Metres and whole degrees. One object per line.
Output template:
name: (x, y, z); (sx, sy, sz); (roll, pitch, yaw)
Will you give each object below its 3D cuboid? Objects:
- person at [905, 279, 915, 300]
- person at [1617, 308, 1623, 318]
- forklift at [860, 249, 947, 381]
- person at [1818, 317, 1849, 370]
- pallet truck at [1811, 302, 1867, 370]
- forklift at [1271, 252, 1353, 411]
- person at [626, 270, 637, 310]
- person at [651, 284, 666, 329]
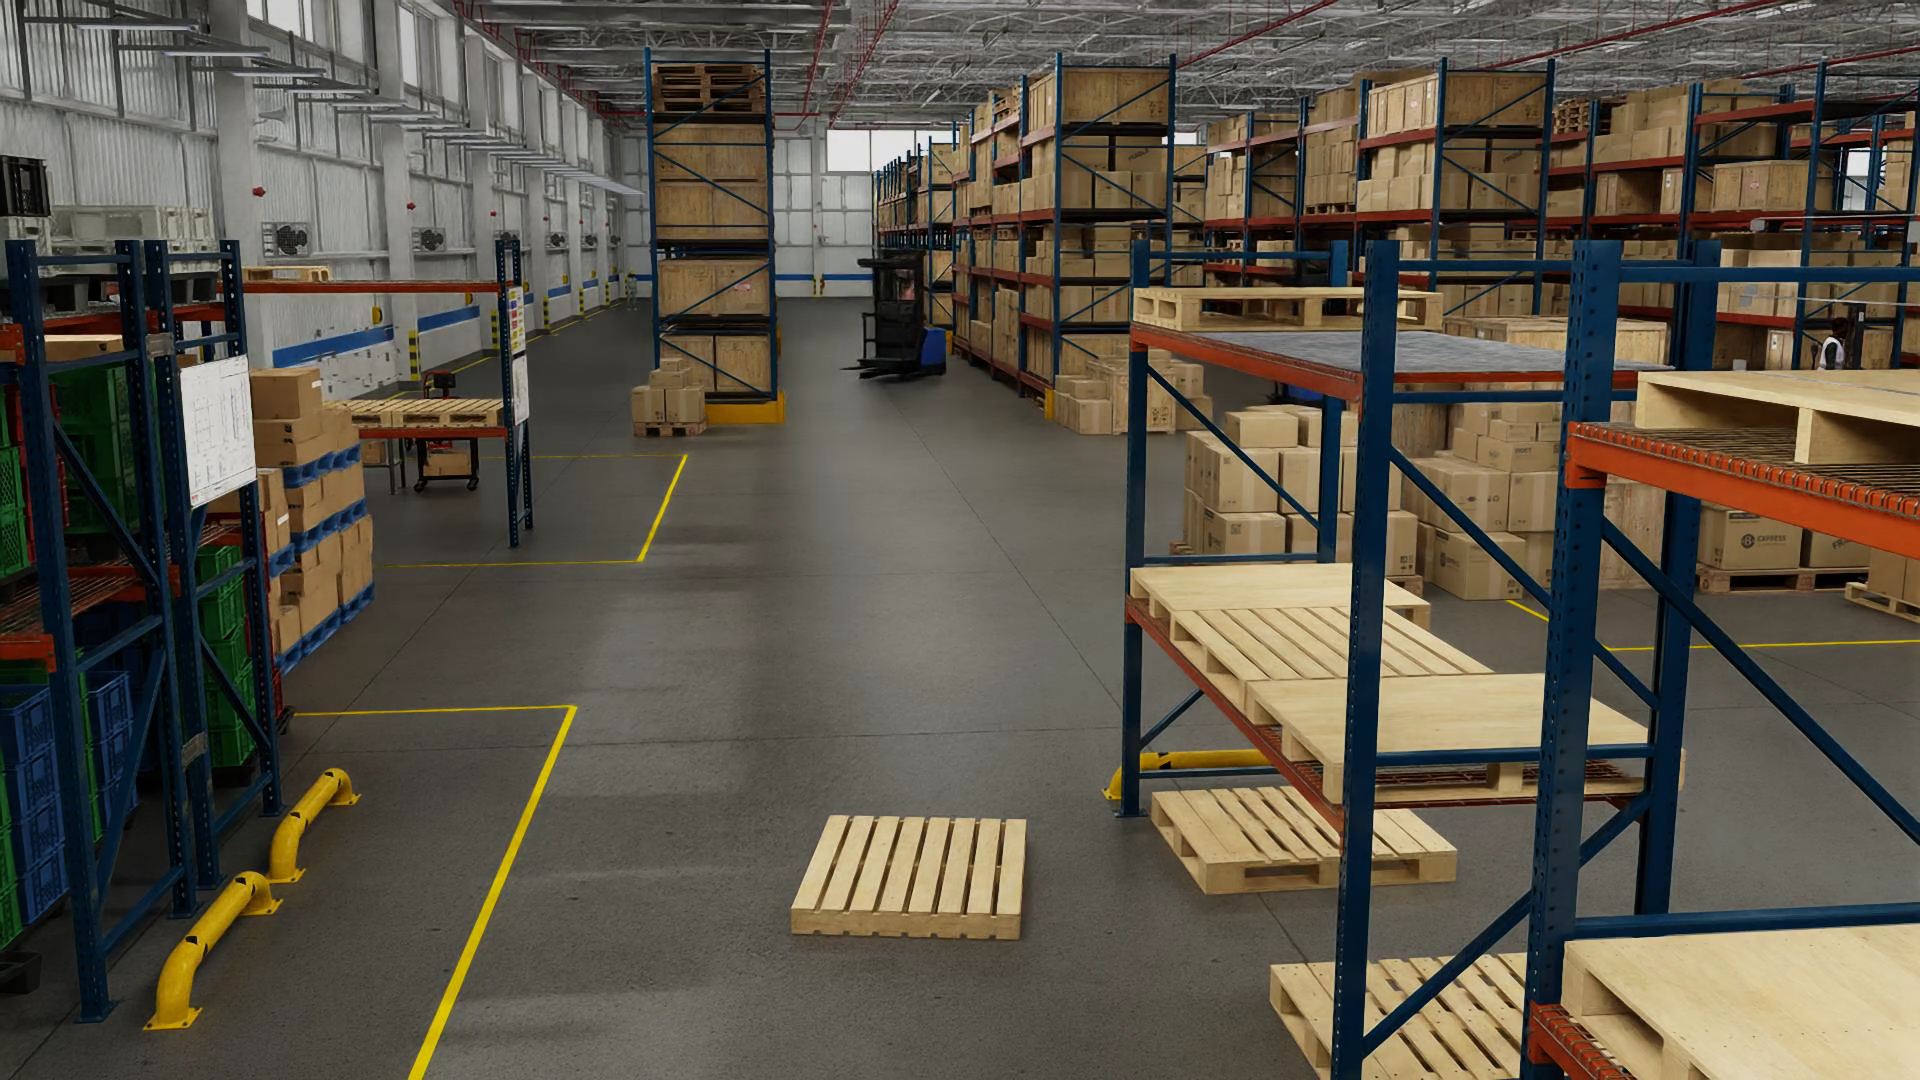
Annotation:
person: (-1.426, -6.789, 49.318); (0.443, 1.876, 0.745); (5, 11, 27)
person: (11.587, -3.186, 29.474); (0.630, 1.840, 0.429); (10, 14, 43)
forklift: (-1.196, -4.953, 36.378); (1.129, 2.768, 1.873); (6, 12, 32)
person: (12.845, -2.334, 24.566); (0.387, 1.911, 0.592); (6, 12, 31)
pallet truck: (15.846, -3.142, 28.793); (1.885, 1.965, 0.823); (2, 10, 12)
forklift: (6.301, -3.628, 29.034); (1.129, 2.768, 1.873); (-1, 10, -6)
person: (-14.194, -10.796, 71.938); (0.483, 1.735, 0.340); (-7, 12, -35)
person: (-10.224, -8.076, 56.592); (0.575, 1.830, 0.443); (-2, 10, -13)
